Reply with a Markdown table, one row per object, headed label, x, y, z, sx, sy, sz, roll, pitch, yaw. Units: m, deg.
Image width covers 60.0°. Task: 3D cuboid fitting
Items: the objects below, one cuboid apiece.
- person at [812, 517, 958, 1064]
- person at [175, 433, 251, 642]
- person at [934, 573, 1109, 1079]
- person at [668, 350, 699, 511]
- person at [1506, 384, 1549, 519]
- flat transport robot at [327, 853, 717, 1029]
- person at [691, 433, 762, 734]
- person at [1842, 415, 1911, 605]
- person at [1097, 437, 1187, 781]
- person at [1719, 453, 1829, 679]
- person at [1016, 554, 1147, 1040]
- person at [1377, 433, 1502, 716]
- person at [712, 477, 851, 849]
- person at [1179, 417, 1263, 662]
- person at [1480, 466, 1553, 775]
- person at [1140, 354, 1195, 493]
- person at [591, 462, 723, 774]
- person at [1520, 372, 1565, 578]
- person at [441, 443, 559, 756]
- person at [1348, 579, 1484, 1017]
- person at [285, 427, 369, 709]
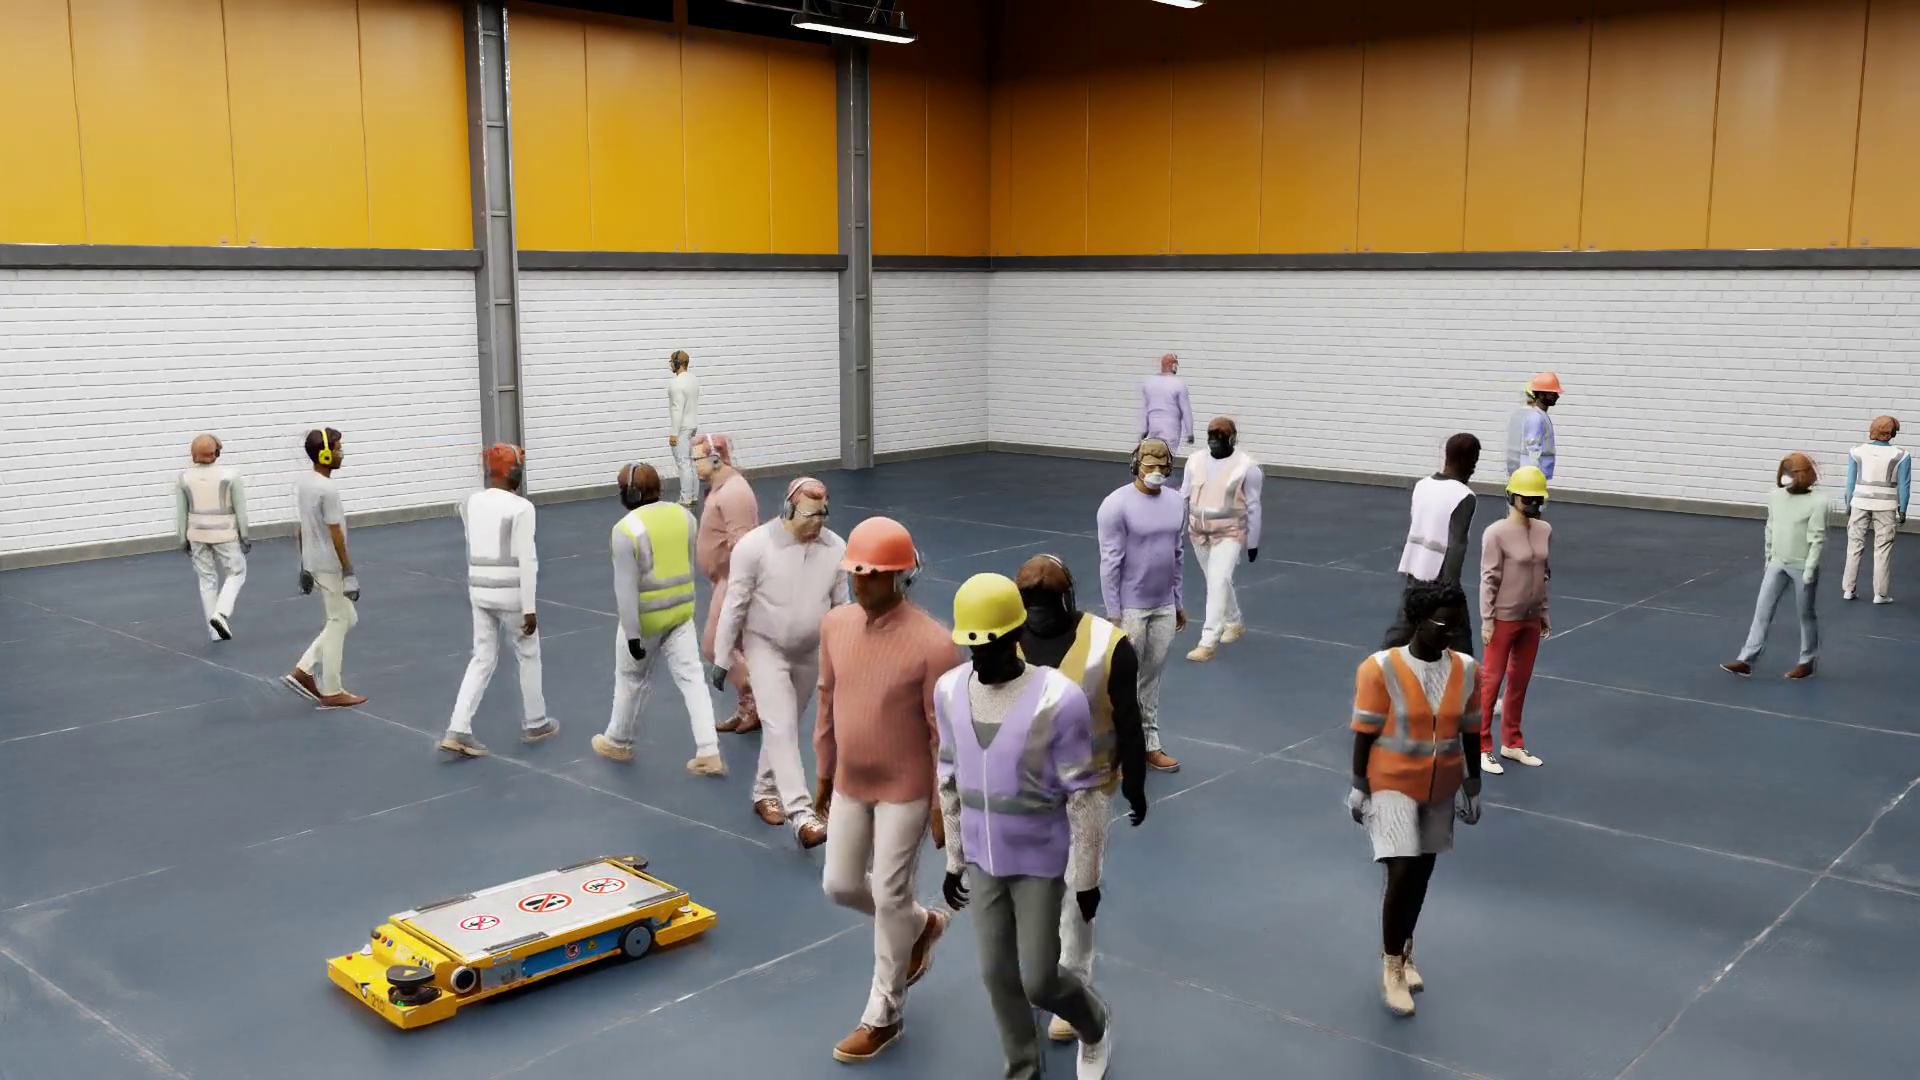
| label | x | y | z | sx | sy | sz | roll | pitch | yaw |
| --- | --- | --- | --- | --- | --- | --- | --- | --- | --- |
| person | -0.251 | 0.879 | 6.130 | 0.628 | 1.980 | 0.652 | 7 | 11 | 37 |
| person | -5.731 | -0.004 | 12.756 | 0.536 | 1.624 | 0.413 | -1 | 9 | -4 |
| person | 0.205 | 1.021 | 5.520 | 0.601 | 1.891 | 0.606 | 7 | 11 | 37 |
| person | -3.345 | -1.320 | 20.062 | 0.364 | 1.939 | 0.636 | 2 | 9 | 11 |
| person | 5.641 | -0.698 | 16.588 | 0.485 | 1.805 | 0.602 | -4 | 10 | -24 |
| flat transport robot | -1.780 | 1.613 | 6.870 | 1.431 | 0.197 | 0.652 | -9 | 13 | -44 |
| person | -1.415 | 0.282 | 10.202 | 0.426 | 1.877 | 0.687 | -2 | 9 | -12 |
| person | 7.904 | -0.259 | 14.362 | 0.313 | 1.635 | 0.515 | -9 | 13 | -44 |
| person | 1.043 | 0.380 | 9.401 | 0.628 | 1.937 | 0.378 | -7 | 11 | -37 |
| person | 5.702 | 0.201 | 11.547 | 0.799 | 1.593 | 0.526 | -4 | 10 | -23 |
| person | 0.340 | 0.946 | 6.247 | 0.658 | 1.812 | 0.706 | 3 | 10 | 19 |
| person | 3.020 | 0.244 | 10.531 | 1.040 | 1.851 | 0.662 | -3 | 10 | -18 |
| person | -0.827 | 0.604 | 8.304 | 0.715 | 1.833 | 1.002 | -7 | 11 | -37 |
| person | 1.958 | -0.042 | 12.515 | 0.628 | 1.799 | 0.964 | 8 | 12 | 41 |
| person | 3.184 | 0.451 | 9.496 | 0.533 | 1.765 | 0.325 | -5 | 10 | -29 |
| person | 2.631 | -1.368 | 20.613 | 0.974 | 1.859 | 0.670 | -8 | 12 | -43 |
| person | -1.737 | 0.445 | 9.500 | 1.002 | 1.791 | 0.630 | 8 | 12 | 41 |
| person | 5.432 | -0.604 | 15.574 | 0.363 | 1.935 | 0.553 | 4 | 10 | 22 |
| person | -2.757 | 0.352 | 9.856 | 0.577 | 1.855 | 0.852 | 4 | 10 | 24 |
| person | 1.797 | 0.980 | 6.414 | 0.542 | 1.673 | 0.608 | -2 | 9 | -14 |
| person | -4.097 | 0.194 | 10.812 | 0.434 | 1.854 | 0.519 | -6 | 11 | -35 |
